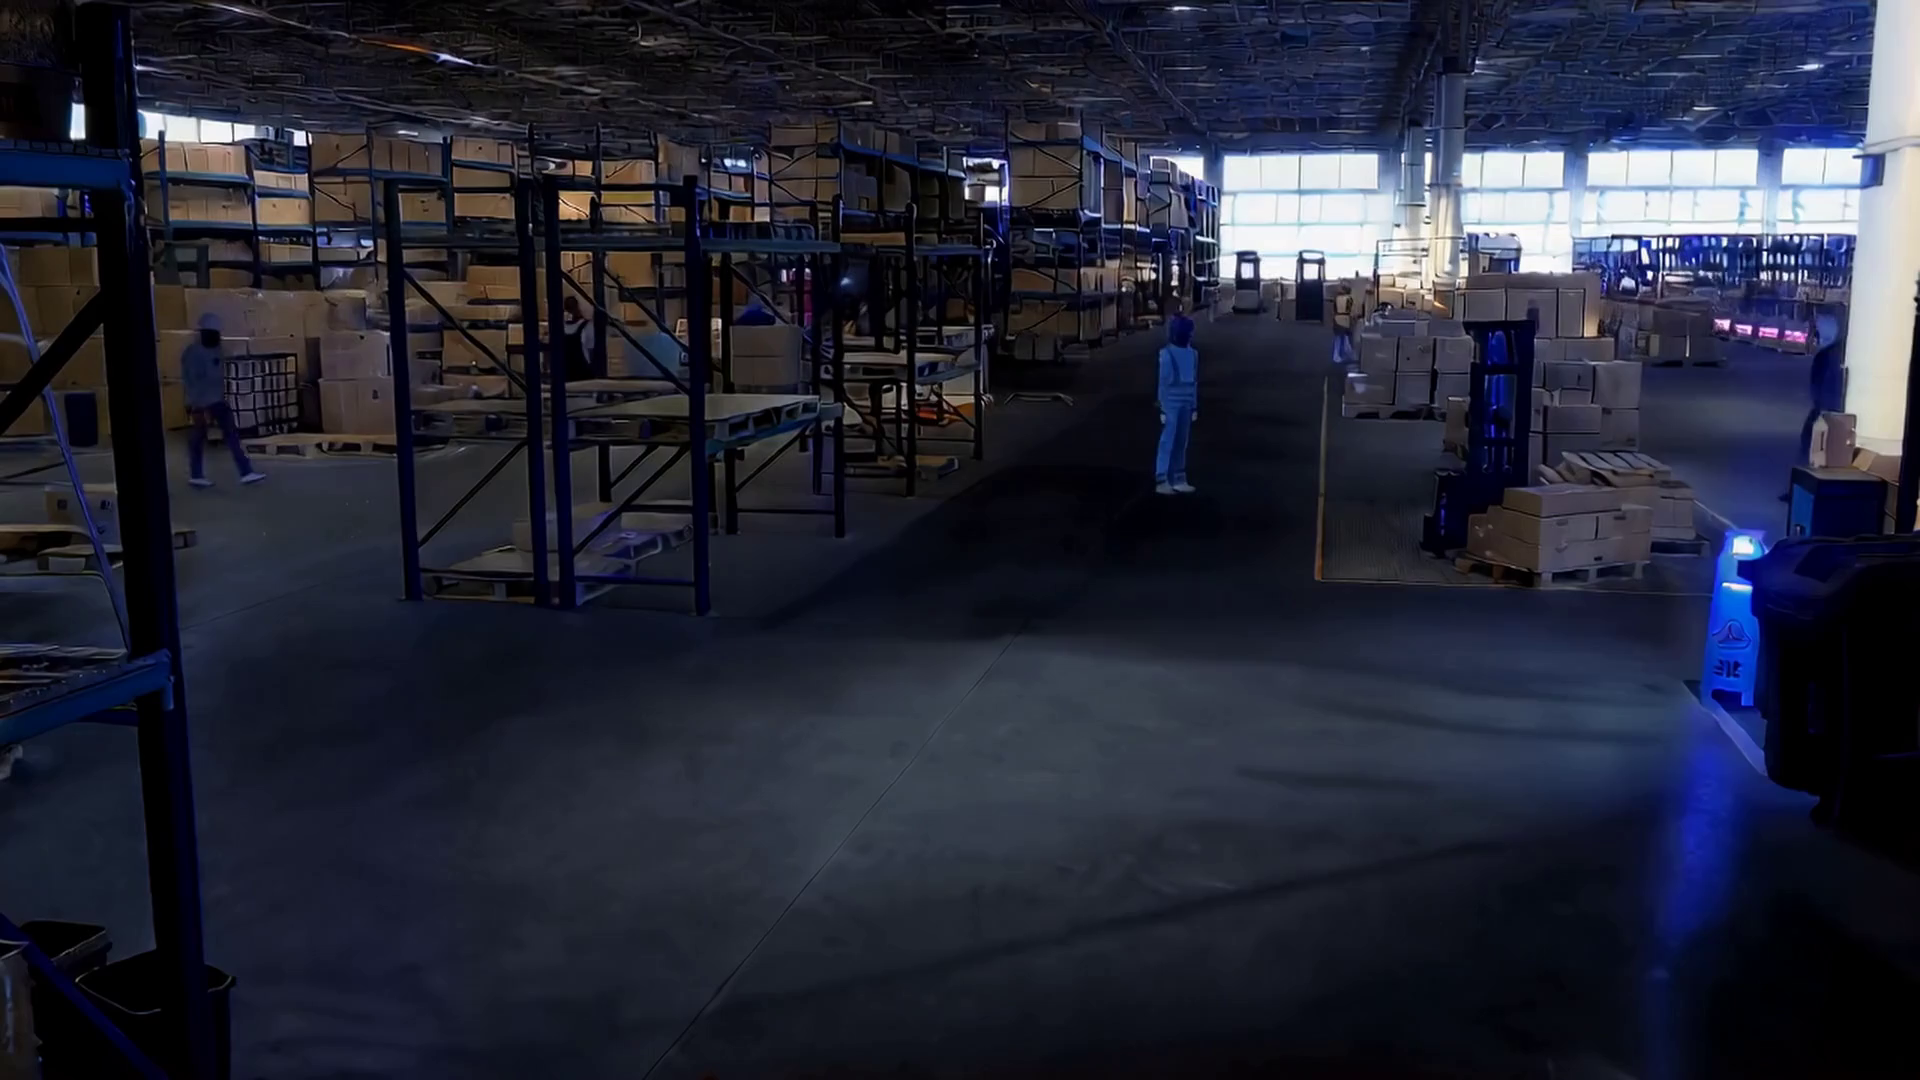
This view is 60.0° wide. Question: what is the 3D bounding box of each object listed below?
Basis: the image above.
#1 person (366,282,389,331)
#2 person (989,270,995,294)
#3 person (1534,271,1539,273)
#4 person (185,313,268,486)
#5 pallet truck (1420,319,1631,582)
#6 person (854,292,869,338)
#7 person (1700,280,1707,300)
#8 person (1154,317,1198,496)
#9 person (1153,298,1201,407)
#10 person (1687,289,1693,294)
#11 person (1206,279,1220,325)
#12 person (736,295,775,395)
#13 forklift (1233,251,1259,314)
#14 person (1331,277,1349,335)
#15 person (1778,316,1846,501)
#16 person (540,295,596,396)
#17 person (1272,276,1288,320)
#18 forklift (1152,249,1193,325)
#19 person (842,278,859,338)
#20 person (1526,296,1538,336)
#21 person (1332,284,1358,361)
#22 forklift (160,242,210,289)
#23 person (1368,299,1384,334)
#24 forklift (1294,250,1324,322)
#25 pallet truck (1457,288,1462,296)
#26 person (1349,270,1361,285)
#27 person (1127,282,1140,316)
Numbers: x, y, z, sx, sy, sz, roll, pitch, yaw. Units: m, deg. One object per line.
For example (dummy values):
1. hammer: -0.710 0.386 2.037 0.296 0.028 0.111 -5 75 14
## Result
1. person: -14.602 -5.522 41.784 0.587 1.911 0.398 -5 11 -27
2. person: 1.601 -13.460 88.741 0.552 1.921 0.474 2 10 13
3. person: 27.778 -11.976 79.961 0.614 1.930 0.602 -5 11 -26
4. person: -8.044 -1.503 18.049 0.971 1.880 0.602 3 10 18
5. pallet truck: 4.543 -0.757 13.299 0.823 1.965 1.885 -4 10 -22
6. person: -2.550 -5.435 42.013 0.880 1.636 0.558 -6 12 -33
7. person: 29.438 -9.482 65.798 0.916 1.719 0.530 0 10 2
8. person: 2.293 -1.405 17.518 0.570 1.877 0.349 -9 13 -42
9. person: 3.654 -3.137 27.914 0.997 1.817 0.551 -5 11 -25
10. person: 35.303 -12.040 80.633 0.430 1.820 0.618 1 10 6
11. person: 9.633 -9.054 63.242 0.518 1.727 0.907 2 10 10
12. person: -3.205 -2.892 26.193 0.624 1.915 0.499 0 10 1
13. forklift: 12.886 -11.564 74.683 1.129 2.768 1.873 2 10 12
14. person: 12.209 -7.482 53.427 0.573 1.888 0.964 2 10 14
15. person: 8.852 -1.315 16.863 0.790 1.915 0.637 5 11 25
16. person: -5.251 -2.296 22.282 0.703 2.000 1.023 2 10 10
17. person: 12.988 -9.806 67.500 0.623 1.788 0.899 2 10 9
18. forklift: 7.646 -9.320 61.395 1.873 2.768 1.129 2 10 11
19. person: -2.833 -5.535 41.602 0.623 1.992 0.396 -3 10 -16
20. person: 13.349 -4.925 39.130 0.532 1.596 0.787 -9 13 -43
21. person: 9.380 -5.297 40.533 0.557 1.878 0.974 8 13 41
22. forklift: -16.063 -4.810 34.690 1.129 2.768 1.873 2 10 12
23. person: 8.780 -4.260 35.089 0.309 1.645 0.514 9 13 44
24. forklift: 13.778 -10.002 65.433 1.129 2.768 1.873 2 10 12
25. pallet truck: 20.506 -9.785 68.819 0.653 1.274 1.630 2 10 12
26. person: 18.736 -11.852 79.181 0.656 1.953 0.862 8 13 40
27. person: 6.185 -8.368 59.288 0.428 1.683 0.539 5 11 27
